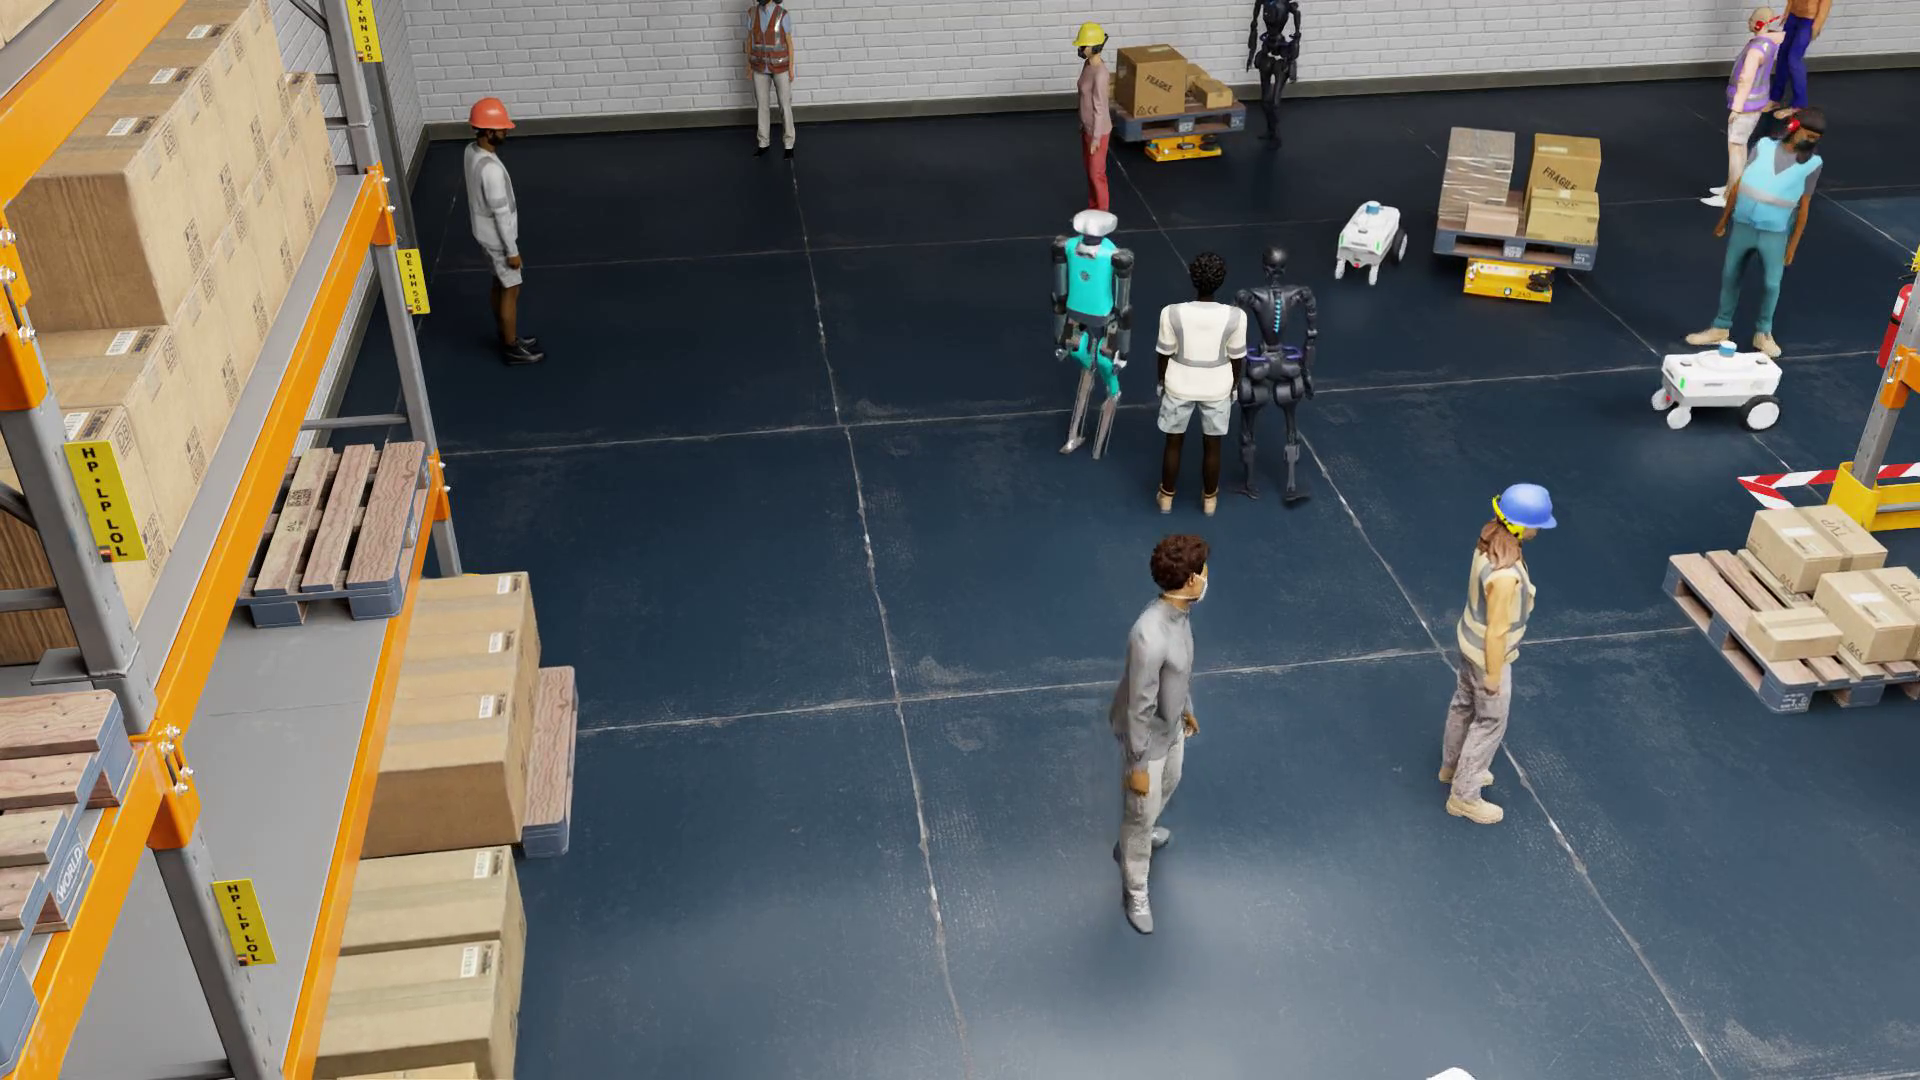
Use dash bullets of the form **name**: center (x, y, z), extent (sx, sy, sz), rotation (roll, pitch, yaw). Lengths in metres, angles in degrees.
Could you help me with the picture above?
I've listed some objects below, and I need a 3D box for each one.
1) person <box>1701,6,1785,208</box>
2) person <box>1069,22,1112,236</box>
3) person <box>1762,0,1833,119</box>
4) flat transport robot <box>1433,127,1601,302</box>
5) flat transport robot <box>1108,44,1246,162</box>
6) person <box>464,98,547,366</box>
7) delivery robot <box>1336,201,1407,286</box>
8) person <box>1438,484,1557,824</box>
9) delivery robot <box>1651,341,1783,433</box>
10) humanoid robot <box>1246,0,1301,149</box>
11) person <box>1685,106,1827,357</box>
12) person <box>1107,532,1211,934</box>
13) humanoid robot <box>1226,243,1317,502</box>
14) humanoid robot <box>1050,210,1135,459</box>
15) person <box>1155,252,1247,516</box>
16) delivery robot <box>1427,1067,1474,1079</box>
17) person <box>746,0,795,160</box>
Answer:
- **person**: center (6.710, -3.700, 14.228), extent (0.357, 1.684, 0.486), rotation (21, 38, 29)
- **person**: center (1.066, -3.364, 13.647), extent (0.347, 1.759, 0.520), rotation (-5, 33, -8)
- **person**: center (8.169, -5.074, 16.081), extent (0.401, 1.969, 0.521), rotation (-5, 33, -8)
- **flat transport robot**: center (4.429, -2.311, 13.394), extent (0.659, 0.231, 1.431), rotation (9, 34, 14)
- **flat transport robot**: center (1.913, -3.961, 15.923), extent (0.659, 0.231, 1.431), rotation (-9, 34, -14)
- **person**: center (-3.192, -2.134, 11.615), extent (0.387, 1.924, 0.547), rotation (-17, 37, -24)
- **delivery robot**: center (3.273, -2.415, 13.301), extent (0.499, 0.605, 0.781), rotation (15, 36, 21)
- **person**: center (2.482, 0.504, 7.713), extent (0.352, 1.771, 0.473), rotation (5, 33, 8)
- **delivery robot**: center (5.119, -1.049, 11.204), extent (0.805, 0.601, 0.499), rotation (-2, 33, -2)
- **humanoid robot**: center (2.957, -4.519, 15.500), extent (0.584, 1.643, 0.405), rotation (28, 42, 36)
- **person**: center (5.699, -2.180, 11.757), extent (0.671, 1.846, 0.374), rotation (28, 42, 36)
- **person**: center (0.811, 0.801, 7.158), extent (0.354, 1.881, 0.675), rotation (15, 36, 21)
- **humanoid robot**: center (1.896, -0.966, 10.052), extent (0.601, 1.647, 0.471), rotation (-2, 33, -3)
- **humanoid robot**: center (0.899, -1.284, 10.512), extent (0.530, 1.822, 0.697), rotation (16, 36, 23)
- **person**: center (1.419, -0.910, 9.942), extent (0.533, 1.693, 0.320), rotation (3, 33, 5)
- **delivery robot**: center (1.900, 2.312, 6.066), extent (0.499, 0.614, 0.815), rotation (-15, 36, -22)
- **person**: center (-1.723, -4.315, 15.159), extent (0.458, 1.685, 0.305), rotation (7, 34, 11)
